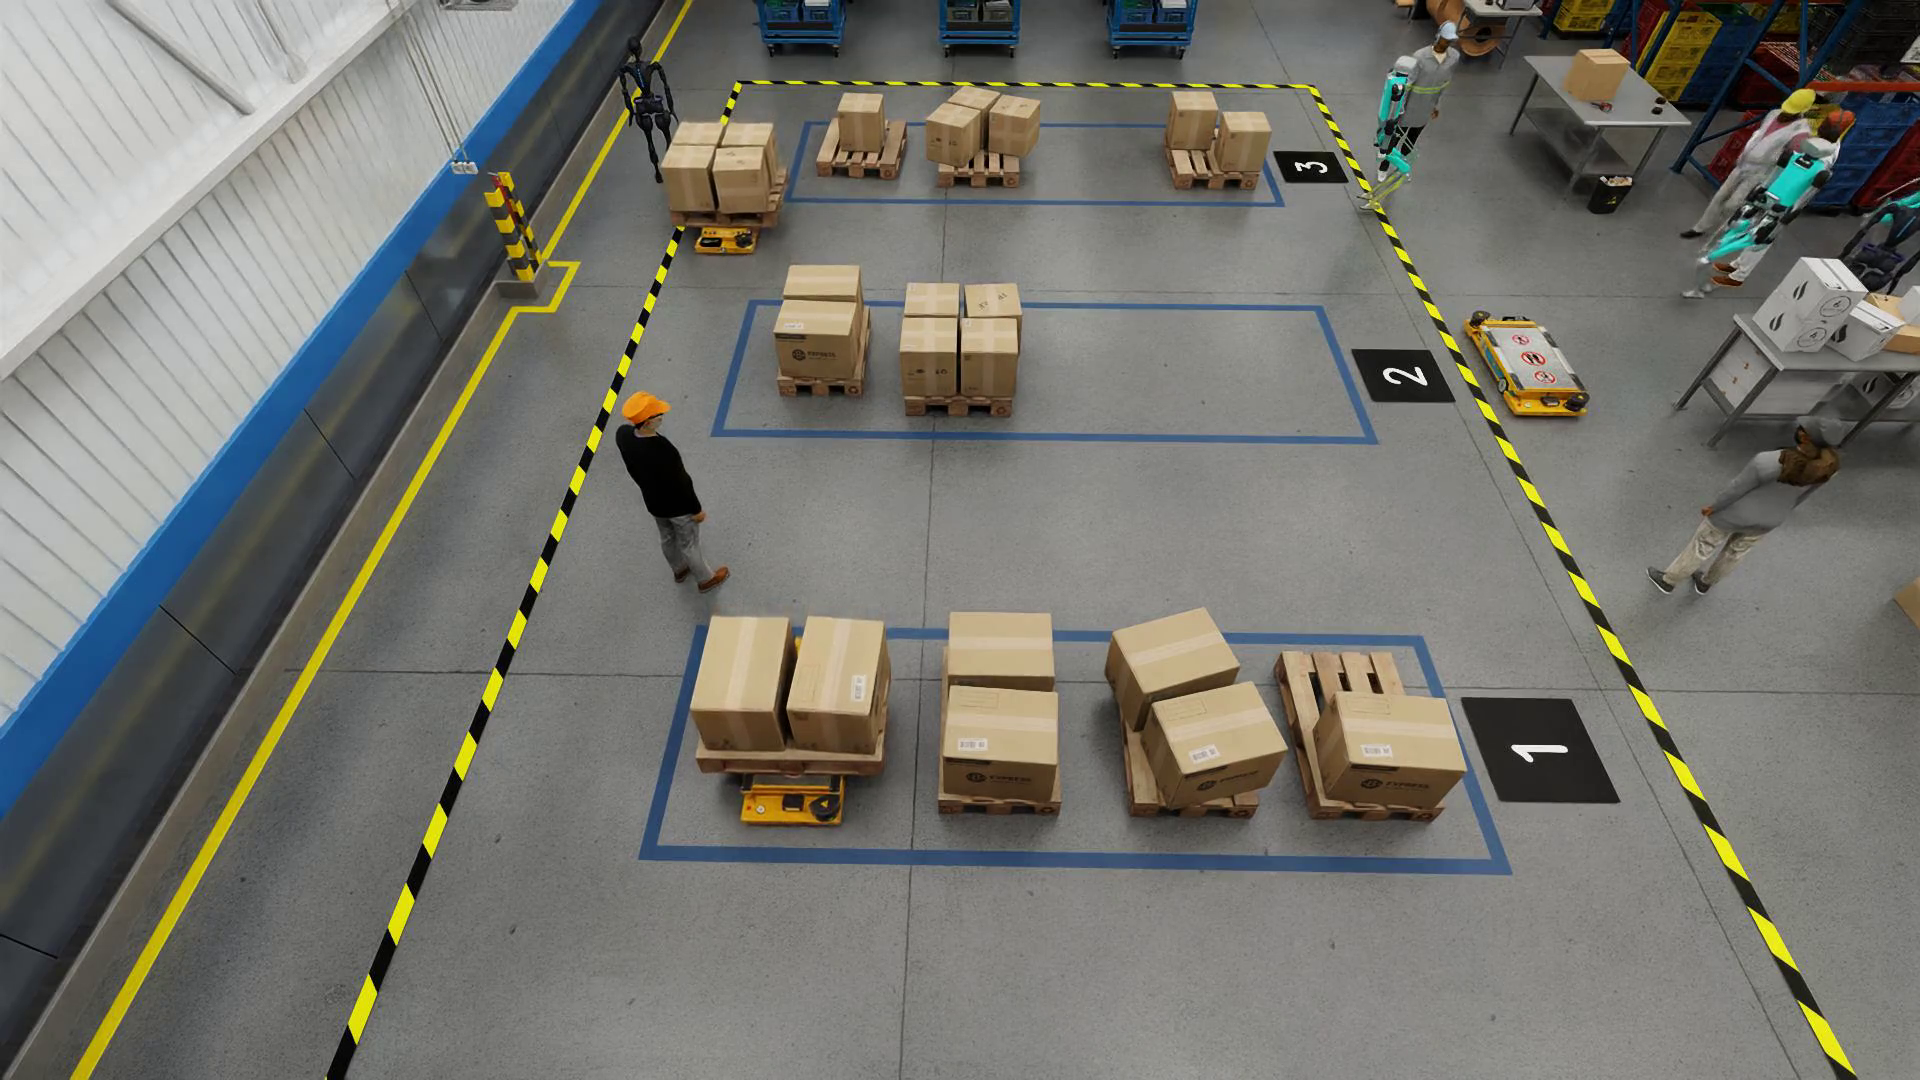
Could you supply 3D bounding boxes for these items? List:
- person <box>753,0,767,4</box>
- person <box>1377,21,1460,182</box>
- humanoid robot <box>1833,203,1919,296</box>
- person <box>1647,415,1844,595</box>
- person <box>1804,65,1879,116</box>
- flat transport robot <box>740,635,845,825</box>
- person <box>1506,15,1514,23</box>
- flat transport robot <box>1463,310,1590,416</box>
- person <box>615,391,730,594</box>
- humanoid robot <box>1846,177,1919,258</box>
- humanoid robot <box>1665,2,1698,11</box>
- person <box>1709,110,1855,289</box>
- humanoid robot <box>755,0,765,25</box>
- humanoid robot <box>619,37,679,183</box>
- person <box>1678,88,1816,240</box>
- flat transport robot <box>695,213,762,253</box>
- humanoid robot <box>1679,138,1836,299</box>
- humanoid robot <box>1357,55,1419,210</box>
[{"bbox_3d":[-3.358,-9.877,14.980,0.373,1.938,0.627,-1,49,-1],"label":"person"},{"bbox_3d":[5.514,-5.221,11.006,0.588,1.852,0.370,-6,49,-6],"label":"person"},{"bbox_3d":[8.867,-2.681,8.933,0.679,1.631,0.602,-34,57,-26],"label":"humanoid robot"},{"bbox_3d":[5.787,-0.206,6.718,0.572,1.769,0.398,3,49,3],"label":"person"},{"bbox_3d":[11.200,-5.839,11.465,1.155,1.965,0.622,-2,49,-1],"label":"person"},{"bbox_3d":[-1.097,1.273,6.413,0.652,0.197,1.431,1,49,1],"label":"flat transport robot"},{"bbox_3d":[8.431,-8.539,13.891,0.639,1.829,0.443,-2,49,-2],"label":"person"},{"bbox_3d":[5.573,-1.757,9.054,0.659,0.231,1.431,1,49,1],"label":"flat transport robot"},{"bbox_3d":[-2.129,-0.316,6.742,0.585,1.879,0.384,25,54,20],"label":"person"},{"bbox_3d":[10.252,-3.719,9.806,0.795,1.802,0.543,14,51,12],"label":"humanoid robot"},{"bbox_3d":[10.770,-7.890,13.412,0.930,1.800,0.558,6,49,5],"label":"humanoid robot"},{"bbox_3d":[8.525,-3.500,9.493,0.355,1.887,0.573,28,55,22],"label":"person"},{"bbox_3d":[-3.120,-8.969,14.364,0.454,1.636,0.610,-14,50,-12],"label":"humanoid robot"},{"bbox_3d":[-3.738,-5.179,11.073,0.599,1.659,0.315,-7,49,-6],"label":"humanoid robot"},{"bbox_3d":[8.756,-4.052,10.027,0.574,1.802,0.625,0,49,0],"label":"person"},{"bbox_3d":[-2.681,-3.871,10.866,0.652,0.197,1.431,1,49,1],"label":"flat transport robot"},{"bbox_3d":[7.904,-3.148,9.291,0.904,1.752,0.531,-10,50,-9],"label":"humanoid robot"},{"bbox_3d":[5.024,-4.592,10.448,0.735,1.677,0.533,9,50,8],"label":"humanoid robot"}]
